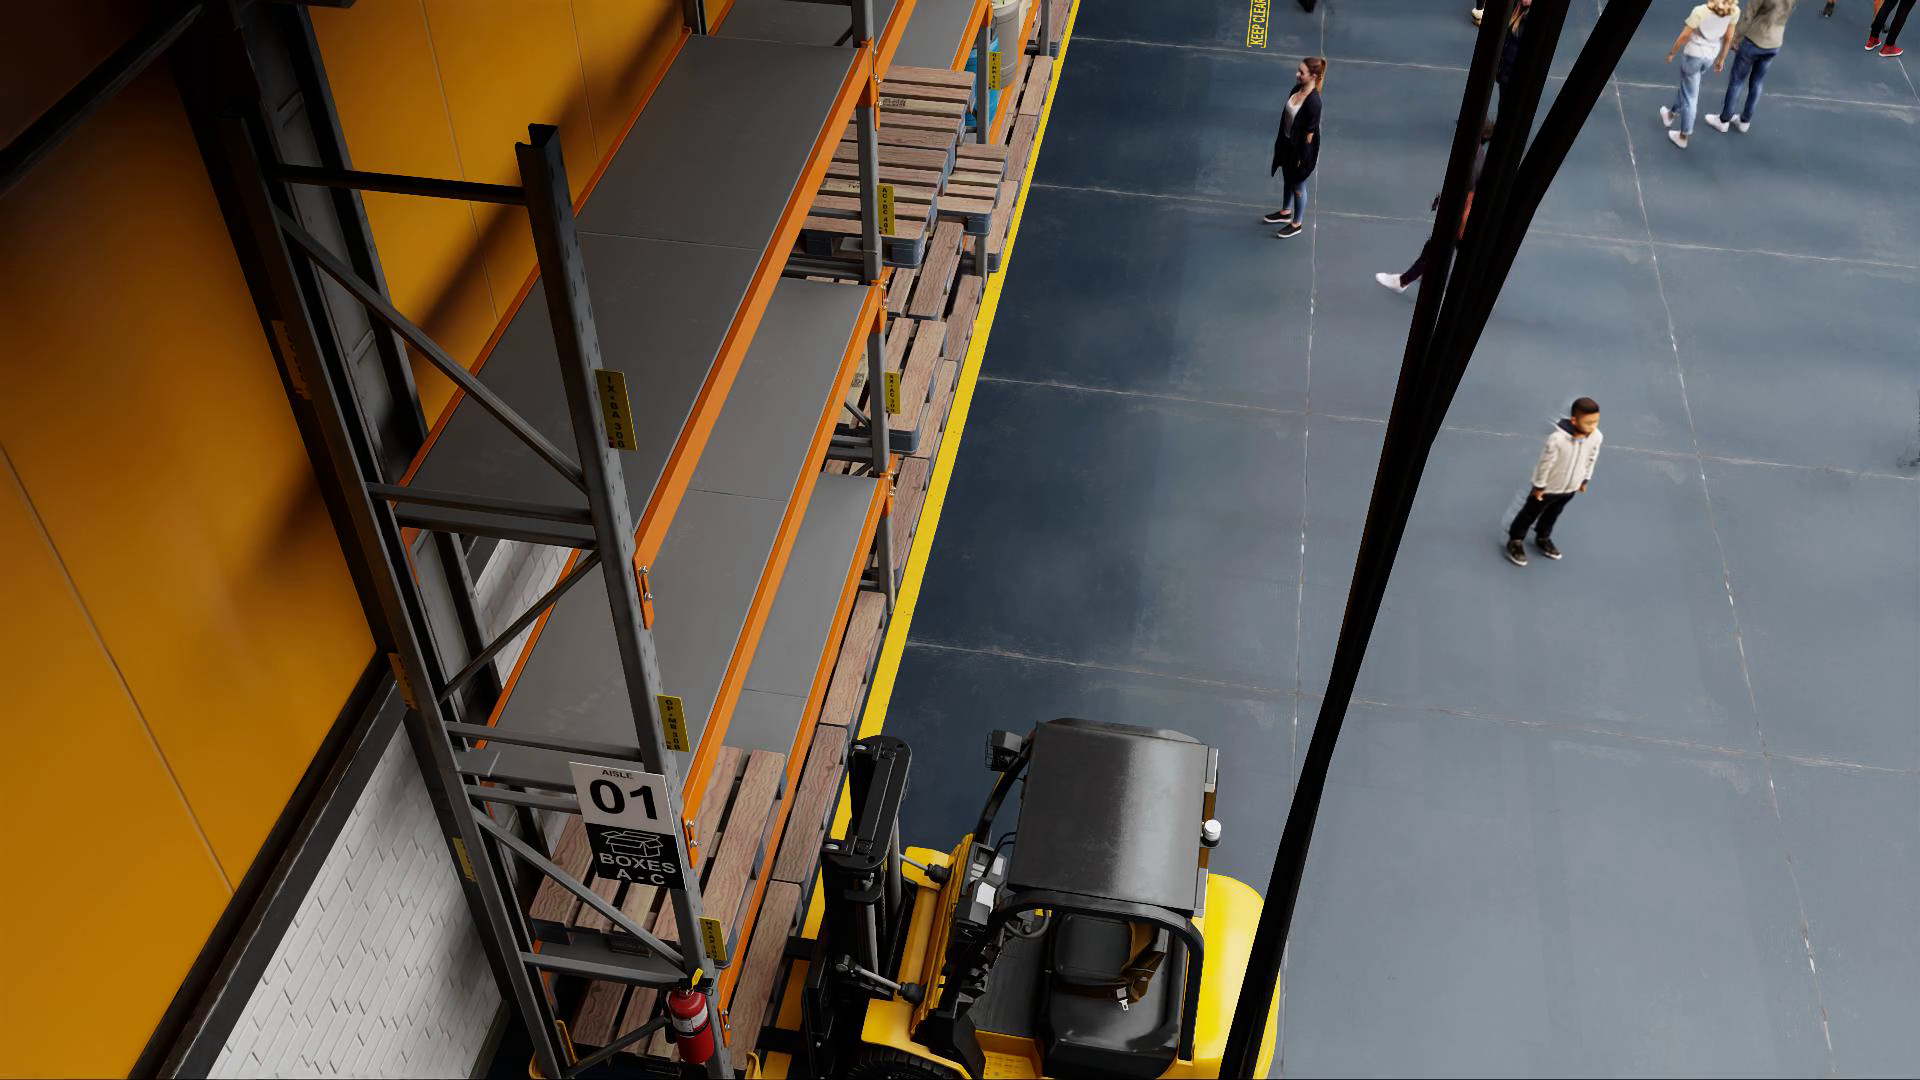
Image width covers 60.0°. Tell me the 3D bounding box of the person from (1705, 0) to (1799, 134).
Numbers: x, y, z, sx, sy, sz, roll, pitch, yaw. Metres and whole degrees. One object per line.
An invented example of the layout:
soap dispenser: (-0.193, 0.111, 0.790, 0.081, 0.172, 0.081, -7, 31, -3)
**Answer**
person: (7.657, -4.749, 15.844, 0.798, 1.866, 0.769, -9, 44, -9)

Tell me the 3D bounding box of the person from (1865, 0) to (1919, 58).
person: (9.761, -5.800, 17.085, 0.747, 1.675, 0.673, -22, 48, -21)

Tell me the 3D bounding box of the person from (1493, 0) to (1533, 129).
person: (5.296, -4.521, 15.743, 0.849, 1.675, 0.753, -13, 45, -13)

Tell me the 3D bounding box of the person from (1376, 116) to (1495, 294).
person: (4.216, -2.702, 13.789, 0.788, 1.737, 1.117, 13, 45, 13)

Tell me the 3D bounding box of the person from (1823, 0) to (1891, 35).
person: (9.678, -6.227, 17.570, 0.967, 1.625, 1.169, -10, 44, -10)

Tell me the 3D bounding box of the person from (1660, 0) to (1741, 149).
person: (7.010, -4.489, 15.684, 0.812, 1.709, 0.968, -8, 44, -8)

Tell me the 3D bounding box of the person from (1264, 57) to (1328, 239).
person: (2.986, -3.465, 14.628, 0.772, 1.684, 0.648, -11, 45, -12)

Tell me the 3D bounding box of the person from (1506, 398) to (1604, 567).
person: (4.158, -0.428, 11.610, 0.662, 1.449, 0.652, -11, 45, -11)
